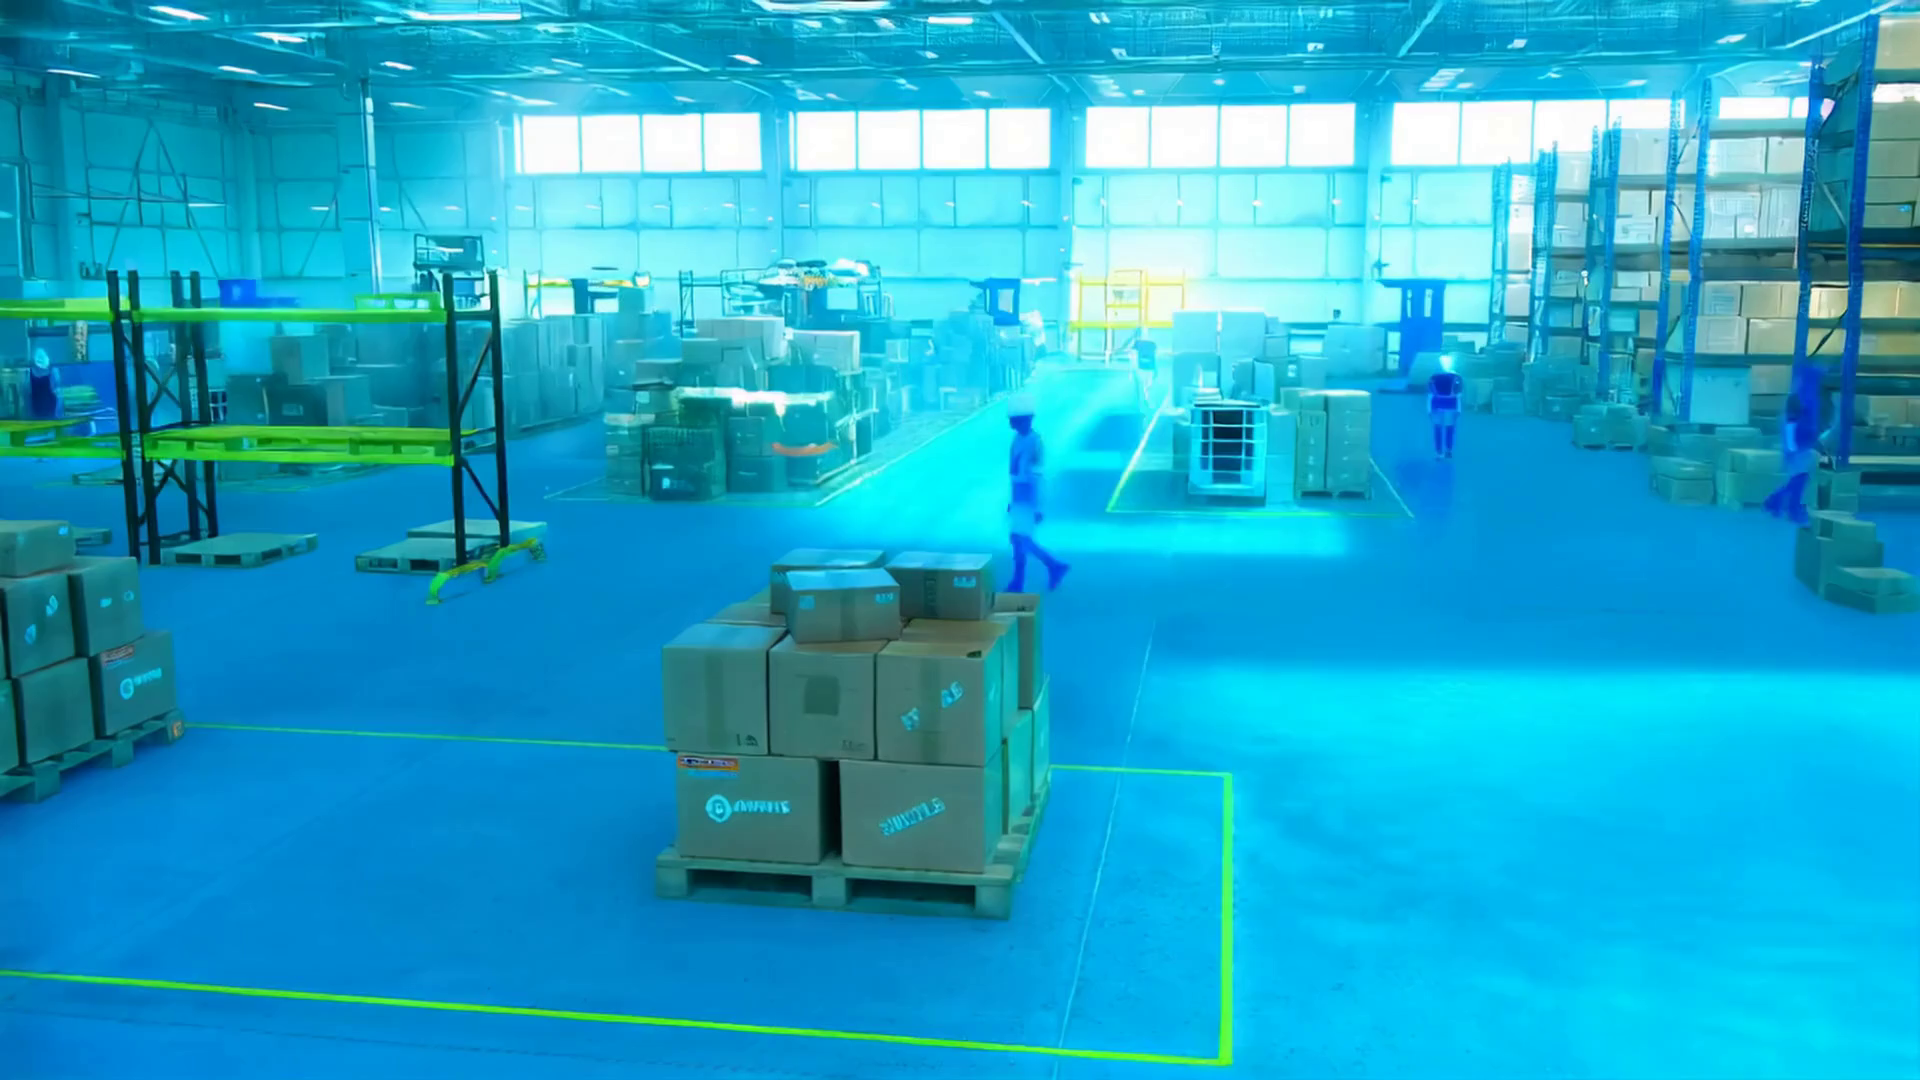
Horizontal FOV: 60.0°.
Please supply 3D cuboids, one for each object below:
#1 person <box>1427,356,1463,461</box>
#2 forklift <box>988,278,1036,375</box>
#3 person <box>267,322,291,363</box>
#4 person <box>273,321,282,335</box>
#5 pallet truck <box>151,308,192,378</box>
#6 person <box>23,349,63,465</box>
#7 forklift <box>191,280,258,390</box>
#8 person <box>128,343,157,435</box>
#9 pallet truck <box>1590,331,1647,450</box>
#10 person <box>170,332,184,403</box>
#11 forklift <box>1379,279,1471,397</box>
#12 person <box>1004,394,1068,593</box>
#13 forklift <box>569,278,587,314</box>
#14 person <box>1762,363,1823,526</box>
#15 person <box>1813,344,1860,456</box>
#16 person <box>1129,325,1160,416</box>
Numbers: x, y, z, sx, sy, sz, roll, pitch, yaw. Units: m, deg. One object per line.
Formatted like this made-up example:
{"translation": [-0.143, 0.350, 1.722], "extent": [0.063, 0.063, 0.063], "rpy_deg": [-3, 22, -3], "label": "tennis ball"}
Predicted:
{"translation": [7.780, -2.123, 26.712], "extent": [0.556, 1.658, 0.808], "rpy_deg": [3, 10, 19], "label": "person"}
{"translation": [1.278, -6.085, 47.444], "extent": [1.129, 2.768, 1.873], "rpy_deg": [6, 11, 34], "label": "forklift"}
{"translation": [-14.890, -3.850, 36.661], "extent": [0.625, 1.909, 0.758], "rpy_deg": [-2, 9, -11], "label": "person"}
{"translation": [-20.426, -5.955, 49.695], "extent": [0.986, 1.883, 0.562], "rpy_deg": [-6, 11, -33], "label": "person"}
{"translation": [-21.869, -5.598, 47.154], "extent": [0.823, 1.965, 1.885], "rpy_deg": [4, 10, 26], "label": "pallet truck"}
{"translation": [-14.488, -2.121, 26.345], "extent": [0.516, 1.804, 0.970], "rpy_deg": [-1, 9, -4], "label": "person"}
{"translation": [-15.675, -4.266, 36.222], "extent": [1.873, 2.768, 1.129], "rpy_deg": [1, 9, 9], "label": "forklift"}
{"translation": [-15.001, -2.776, 30.573], "extent": [0.489, 1.730, 0.426], "rpy_deg": [-1, 9, -8], "label": "person"}
{"translation": [11.253, -2.573, 28.499], "extent": [0.823, 1.965, 1.885], "rpy_deg": [5, 10, 27], "label": "pallet truck"}
{"translation": [-17.878, -3.940, 38.066], "extent": [0.536, 1.633, 0.313], "rpy_deg": [7, 12, 38], "label": "person"}
{"translation": [11.180, -4.837, 39.748], "extent": [1.129, 2.768, 1.873], "rpy_deg": [-7, 11, -35], "label": "forklift"}
{"translation": [0.645, -0.384, 15.244], "extent": [0.707, 1.914, 0.557], "rpy_deg": [-3, 10, -18], "label": "person"}
{"translation": [-10.367, -5.754, 45.399], "extent": [1.873, 2.768, 1.129], "rpy_deg": [-2, 9, -10], "label": "forklift"}
{"translation": [9.949, -1.129, 19.742], "extent": [0.621, 1.943, 0.477], "rpy_deg": [-8, 12, -41], "label": "person"}
{"translation": [13.608, -2.085, 25.752], "extent": [0.888, 1.914, 0.641], "rpy_deg": [4, 10, 24], "label": "person"}
{"translation": [3.835, -3.514, 34.600], "extent": [0.674, 1.899, 0.470], "rpy_deg": [-2, 9, -10], "label": "person"}
